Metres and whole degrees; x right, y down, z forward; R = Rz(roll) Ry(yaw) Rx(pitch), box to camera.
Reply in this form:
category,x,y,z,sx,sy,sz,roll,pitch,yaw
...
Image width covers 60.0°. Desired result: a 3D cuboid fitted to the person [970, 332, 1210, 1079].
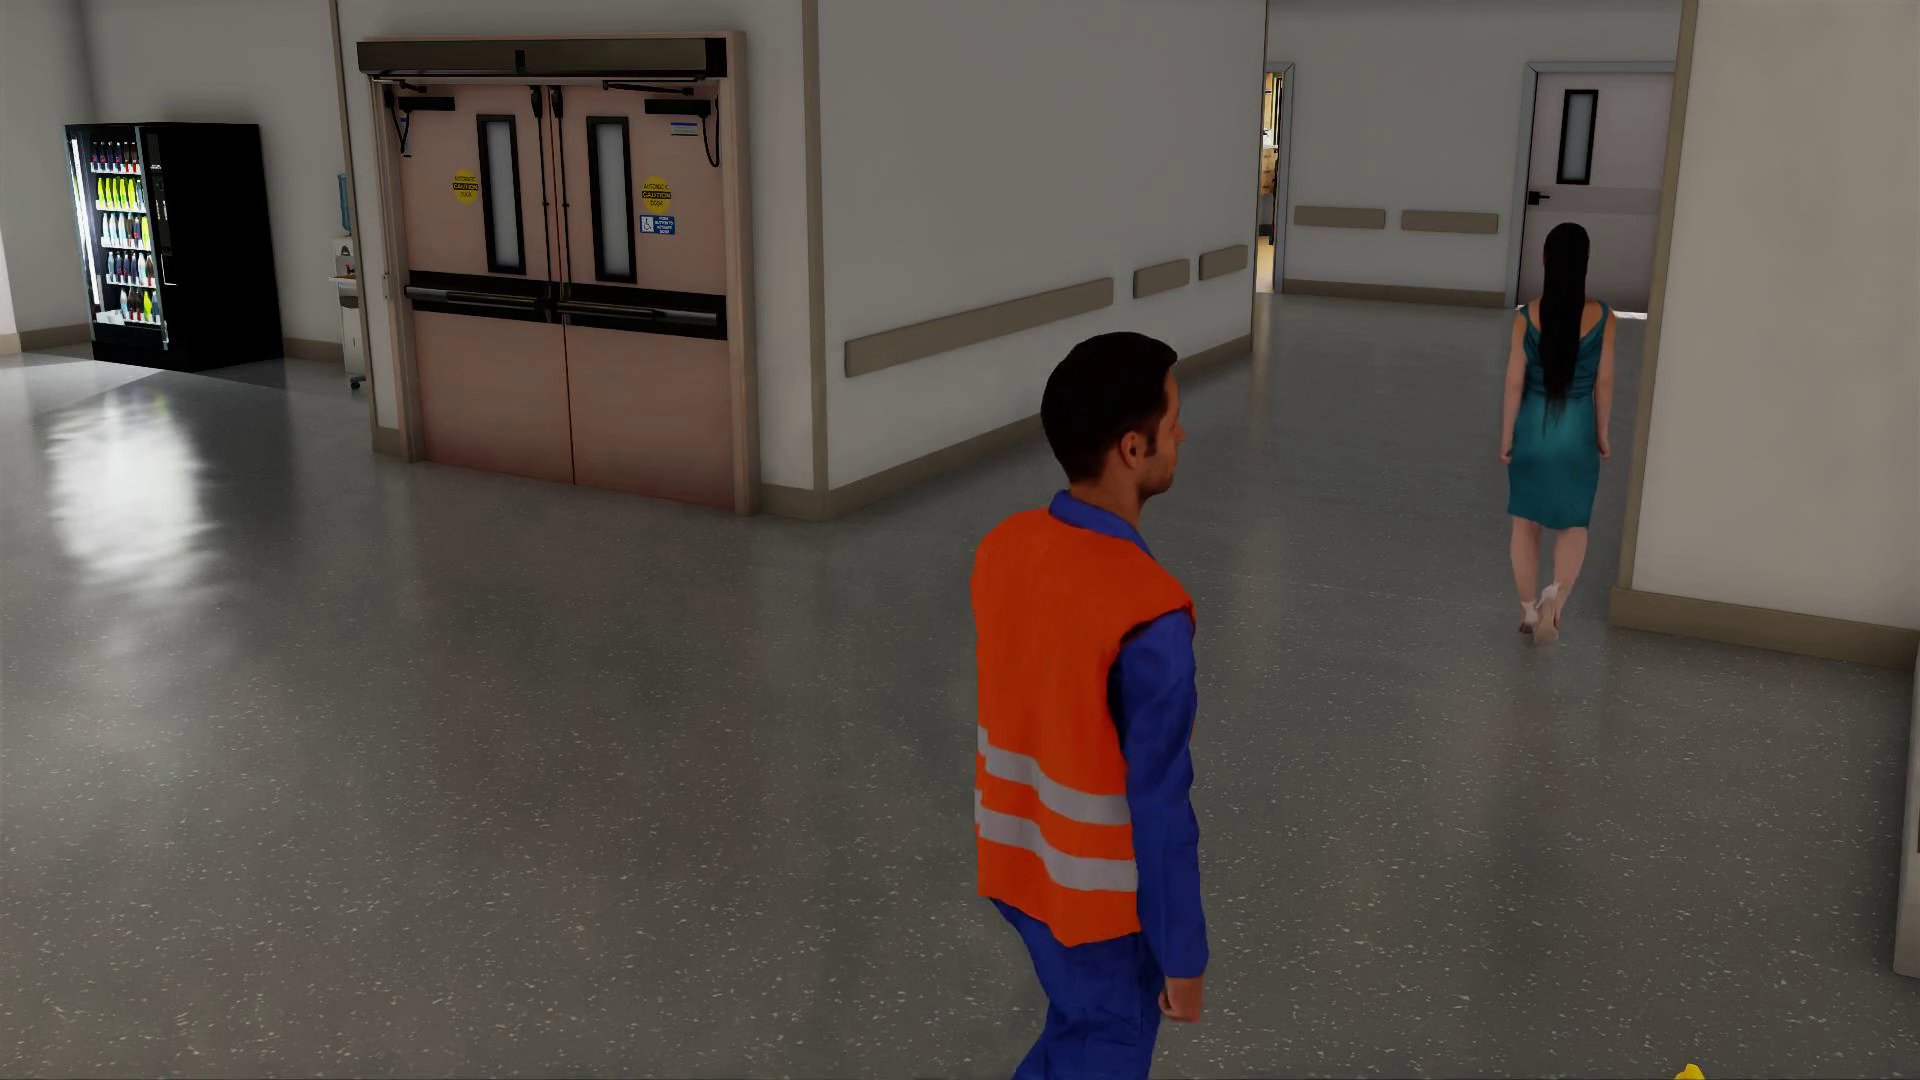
category,x,y,z,sx,sy,sz,roll,pitch,yaw
person,0.119,0.597,2.664,0.934,1.854,0.863,-9,18,-28

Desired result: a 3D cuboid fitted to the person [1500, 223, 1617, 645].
category,x,y,z,sx,sy,sz,roll,pitch,yaw
person,2.276,-0.345,6.344,0.868,1.669,0.739,5,16,16
